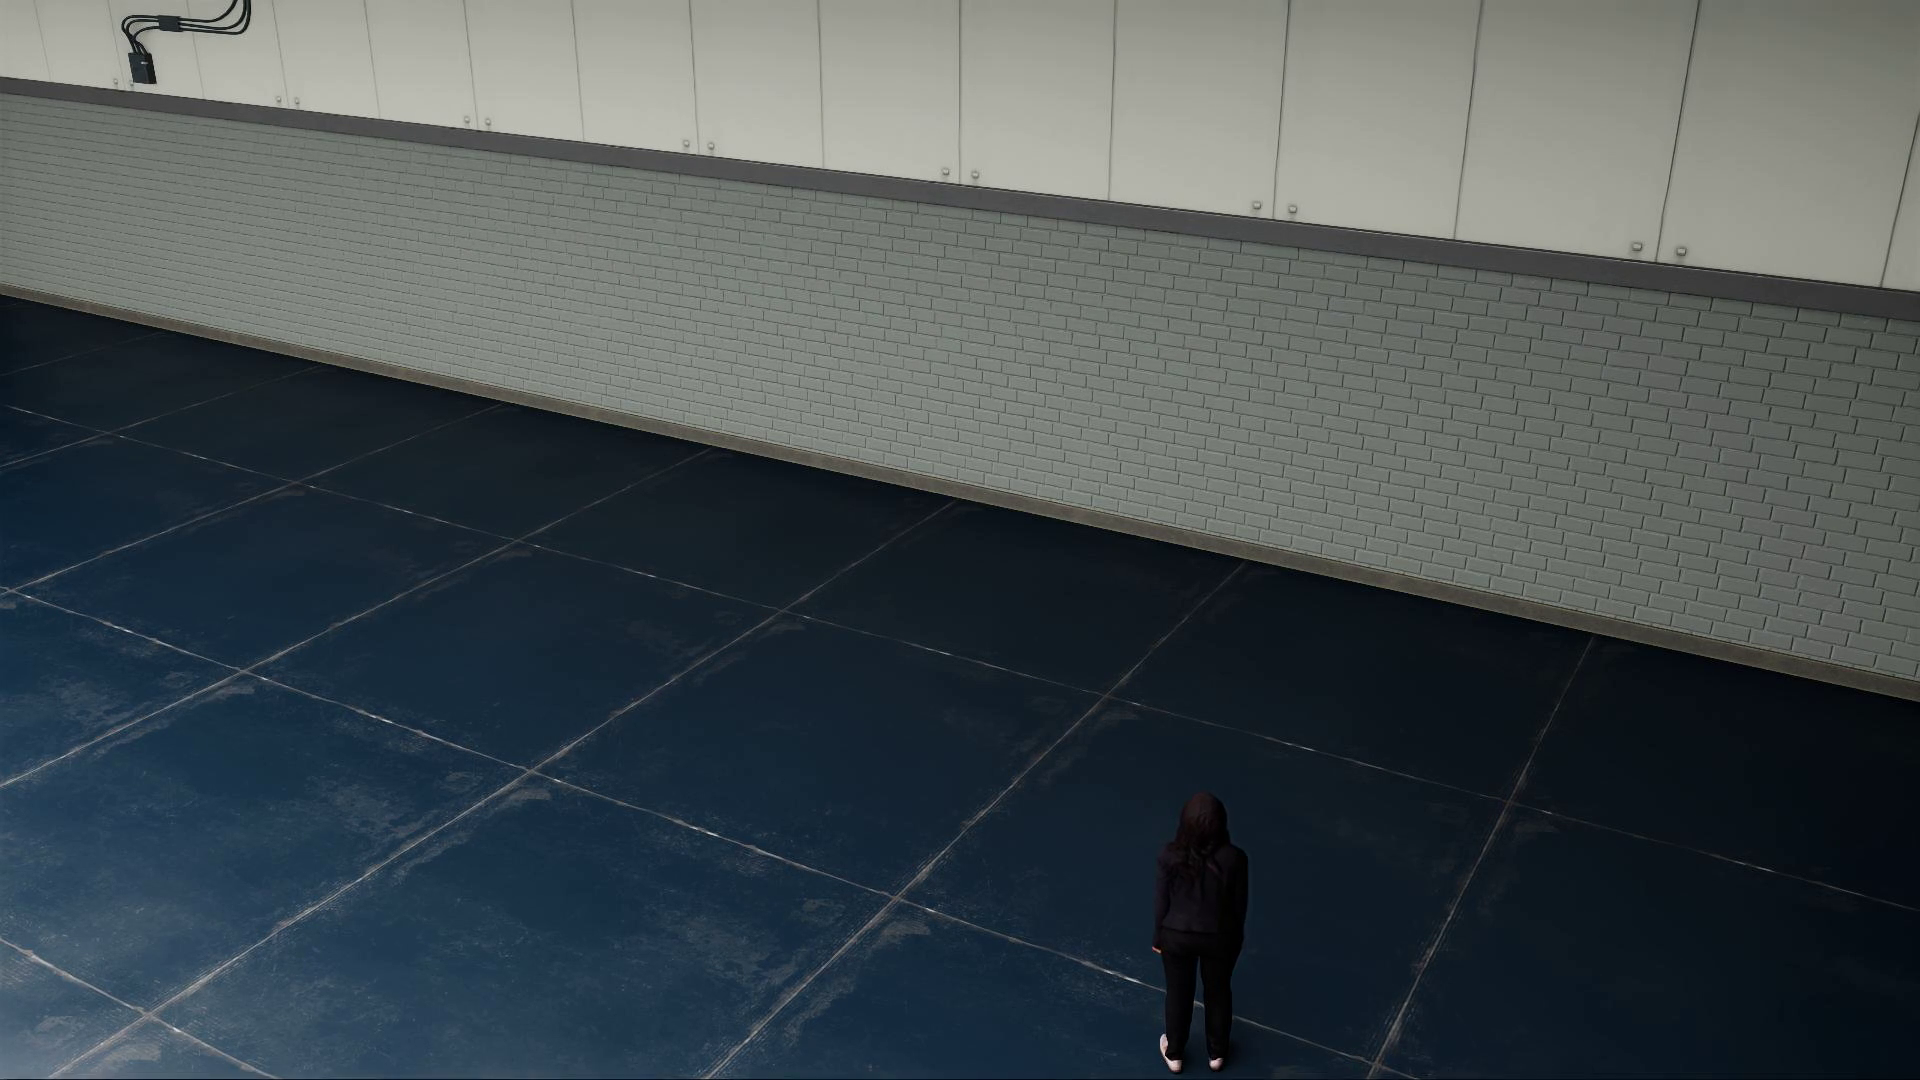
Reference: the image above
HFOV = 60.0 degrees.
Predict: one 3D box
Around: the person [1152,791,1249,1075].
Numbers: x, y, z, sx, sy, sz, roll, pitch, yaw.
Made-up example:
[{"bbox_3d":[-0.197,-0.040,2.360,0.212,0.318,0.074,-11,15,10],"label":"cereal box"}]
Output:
[{"bbox_3d":[1.226,2.024,8.532,0.749,1.616,0.778,1,23,1],"label":"person"}]
